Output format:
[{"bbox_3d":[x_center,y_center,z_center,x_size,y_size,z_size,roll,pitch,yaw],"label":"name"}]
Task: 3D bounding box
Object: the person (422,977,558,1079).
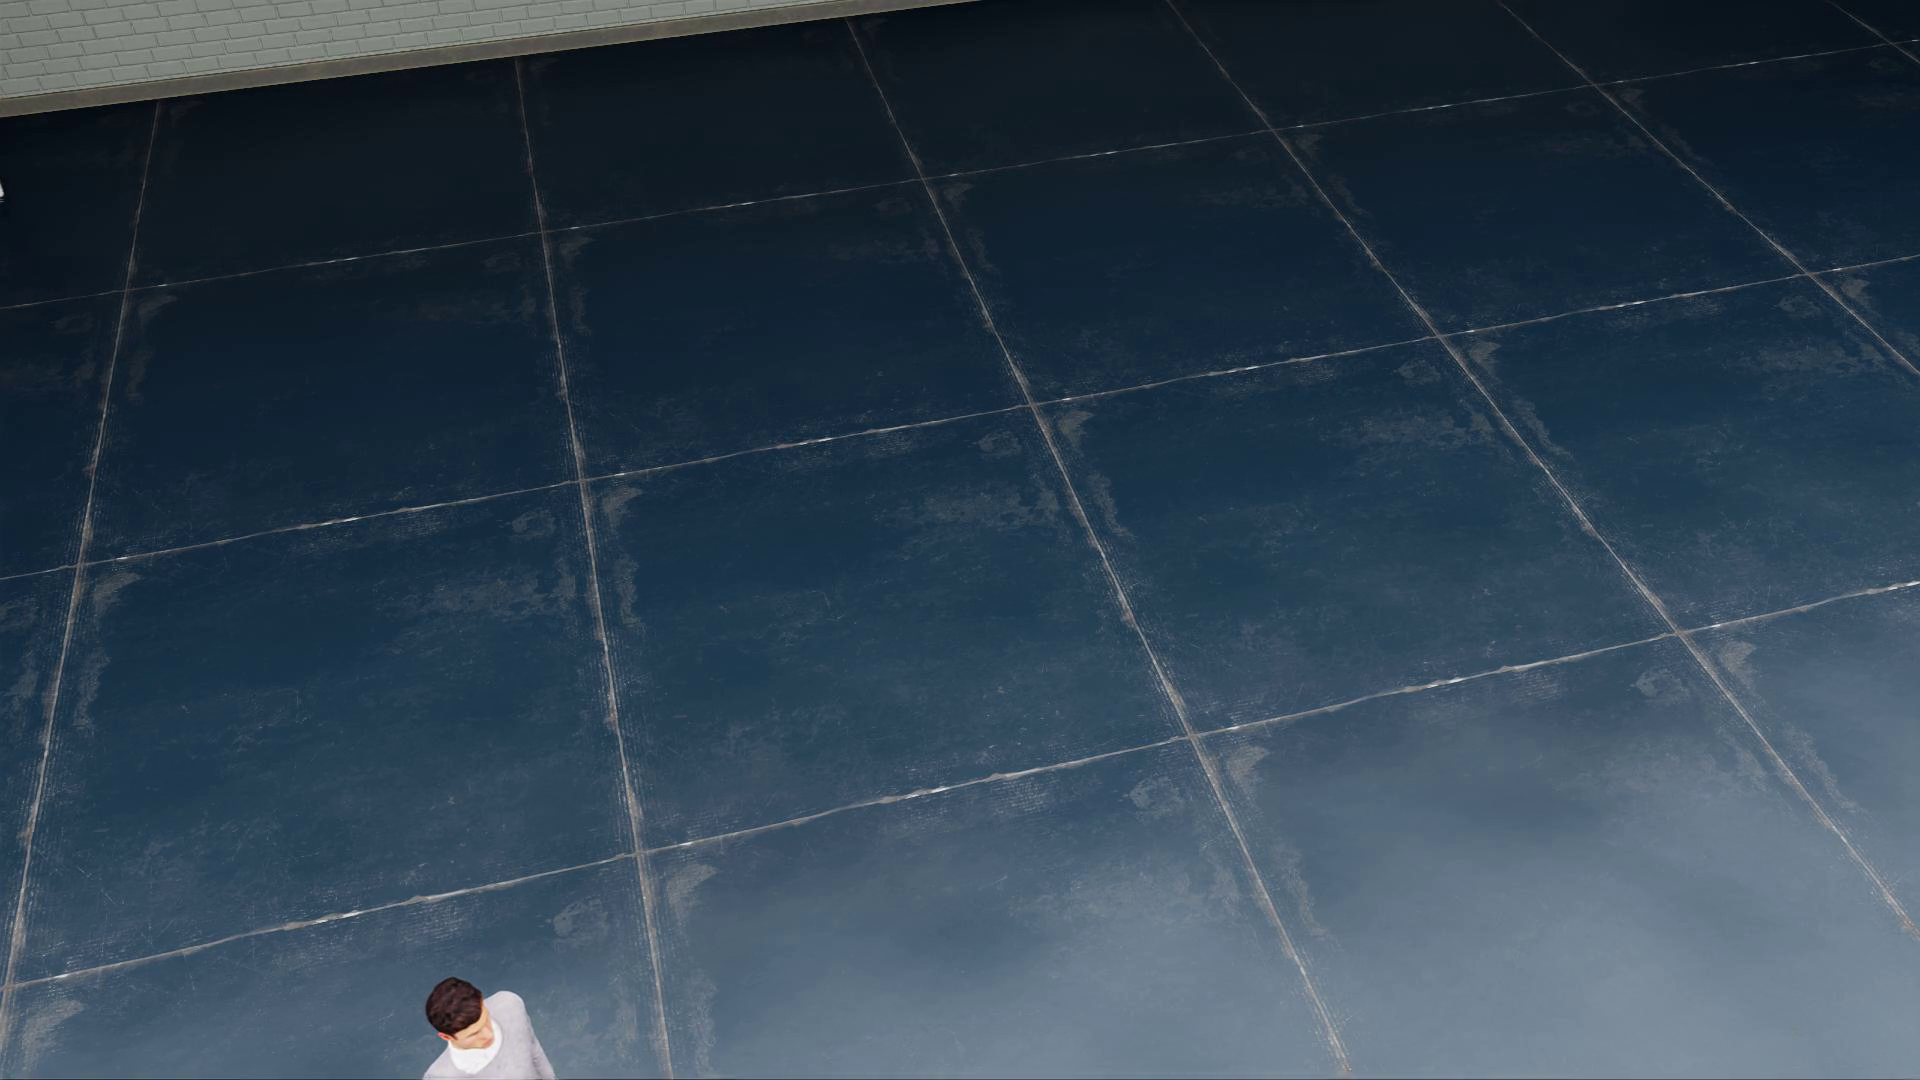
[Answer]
[{"bbox_3d":[-1.741,2.262,6.354,0.898,1.923,0.799,15,45,15],"label":"person"}]
